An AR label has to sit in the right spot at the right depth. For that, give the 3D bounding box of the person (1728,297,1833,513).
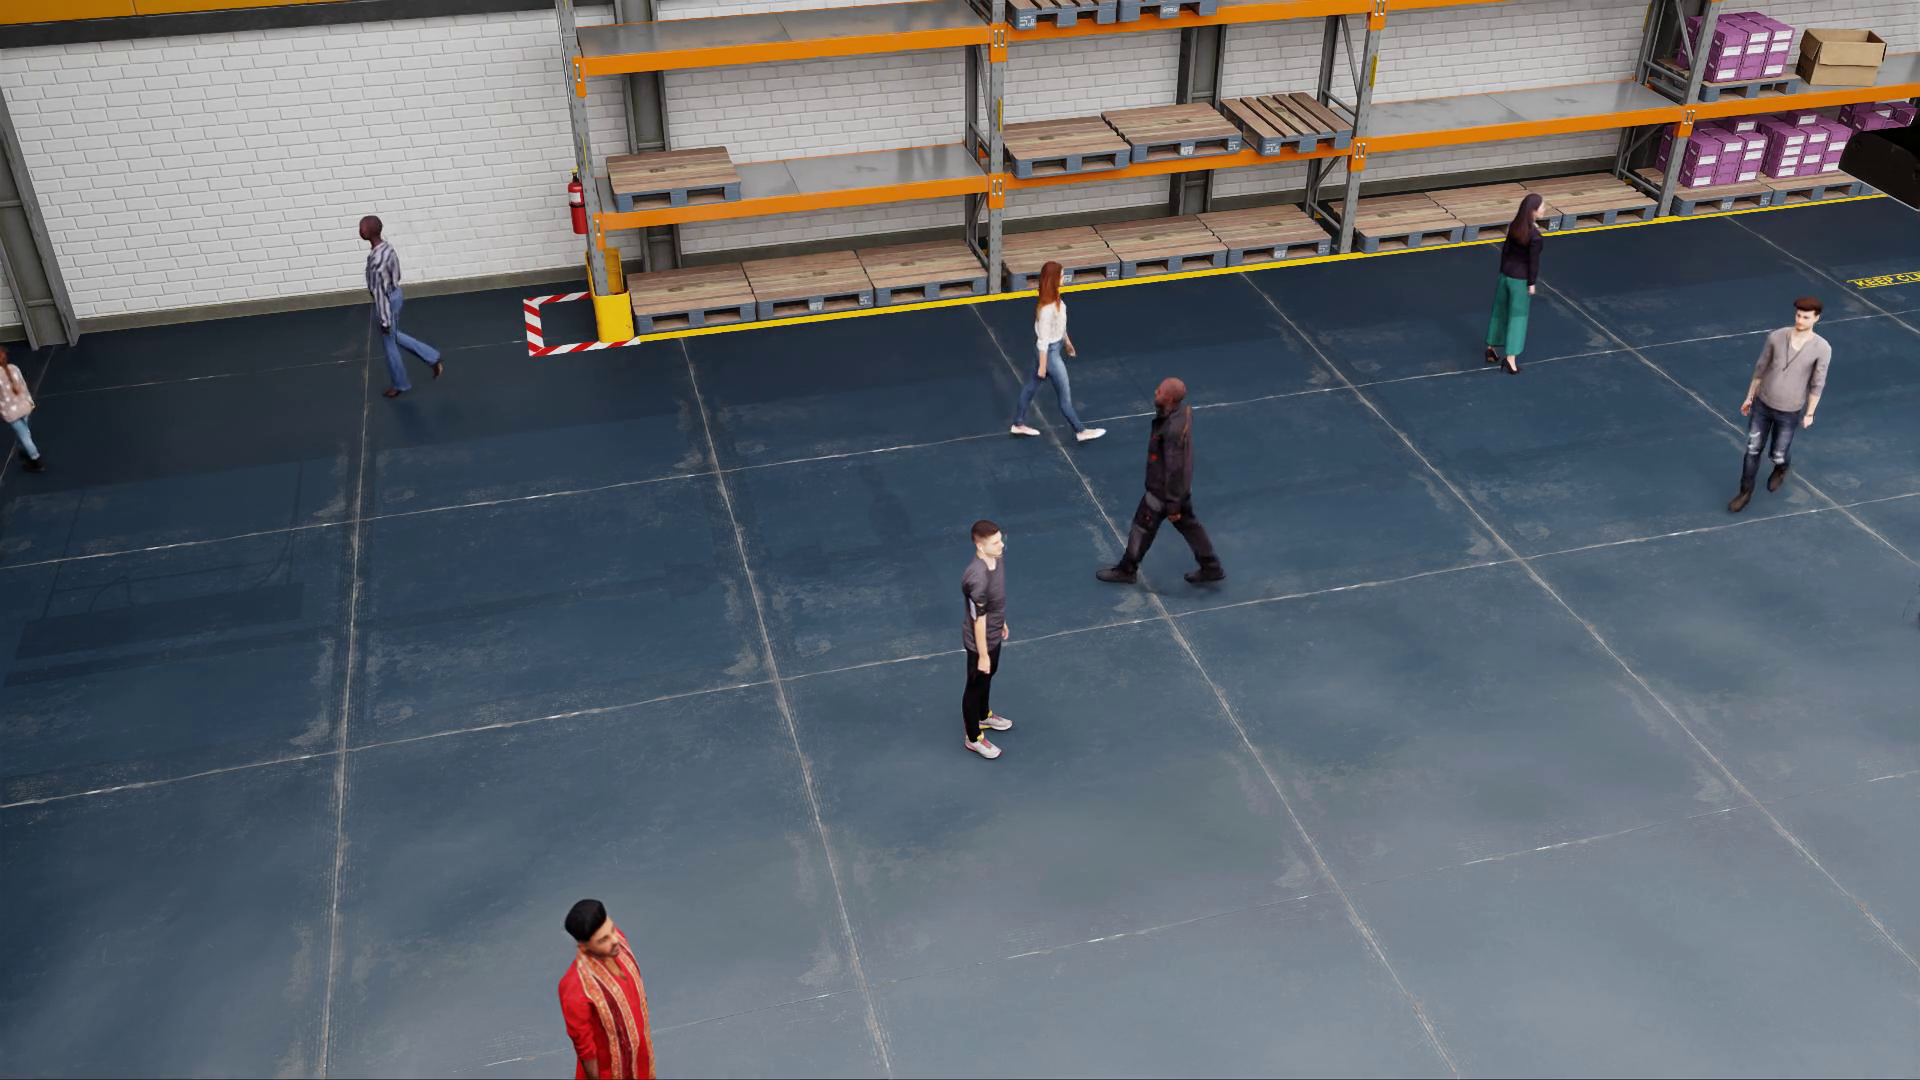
[{"bbox_3d":[6.671,-1.114,13.497,0.942,1.887,1.051,28,43,35],"label":"person"}]

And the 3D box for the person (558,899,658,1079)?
[{"bbox_3d":[-1.738,2.458,8.125,0.791,1.884,0.780,10,35,14],"label":"person"}]

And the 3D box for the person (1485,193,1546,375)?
[{"bbox_3d":[5.204,-2.401,15.566,0.564,1.739,0.665,-13,36,-19],"label":"person"}]

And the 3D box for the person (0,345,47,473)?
[{"bbox_3d":[-7.995,-1.107,14.123,0.708,1.182,0.638,11,35,16],"label":"person"}]

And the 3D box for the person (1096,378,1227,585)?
[{"bbox_3d":[1.677,-0.382,12.483,1.343,1.789,1.097,8,34,12],"label":"person"}]

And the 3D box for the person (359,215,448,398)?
[{"bbox_3d":[-5.071,-2.091,15.063,0.864,1.780,0.681,-5,34,-7],"label":"person"}]

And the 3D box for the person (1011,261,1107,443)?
[{"bbox_3d":[0.681,-1.613,14.424,1.152,1.691,0.848,3,34,4],"label":"person"}]

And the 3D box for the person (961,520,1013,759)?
[{"bbox_3d":[0.164,0.624,10.993,0.724,1.764,0.721,10,35,14],"label":"person"}]
